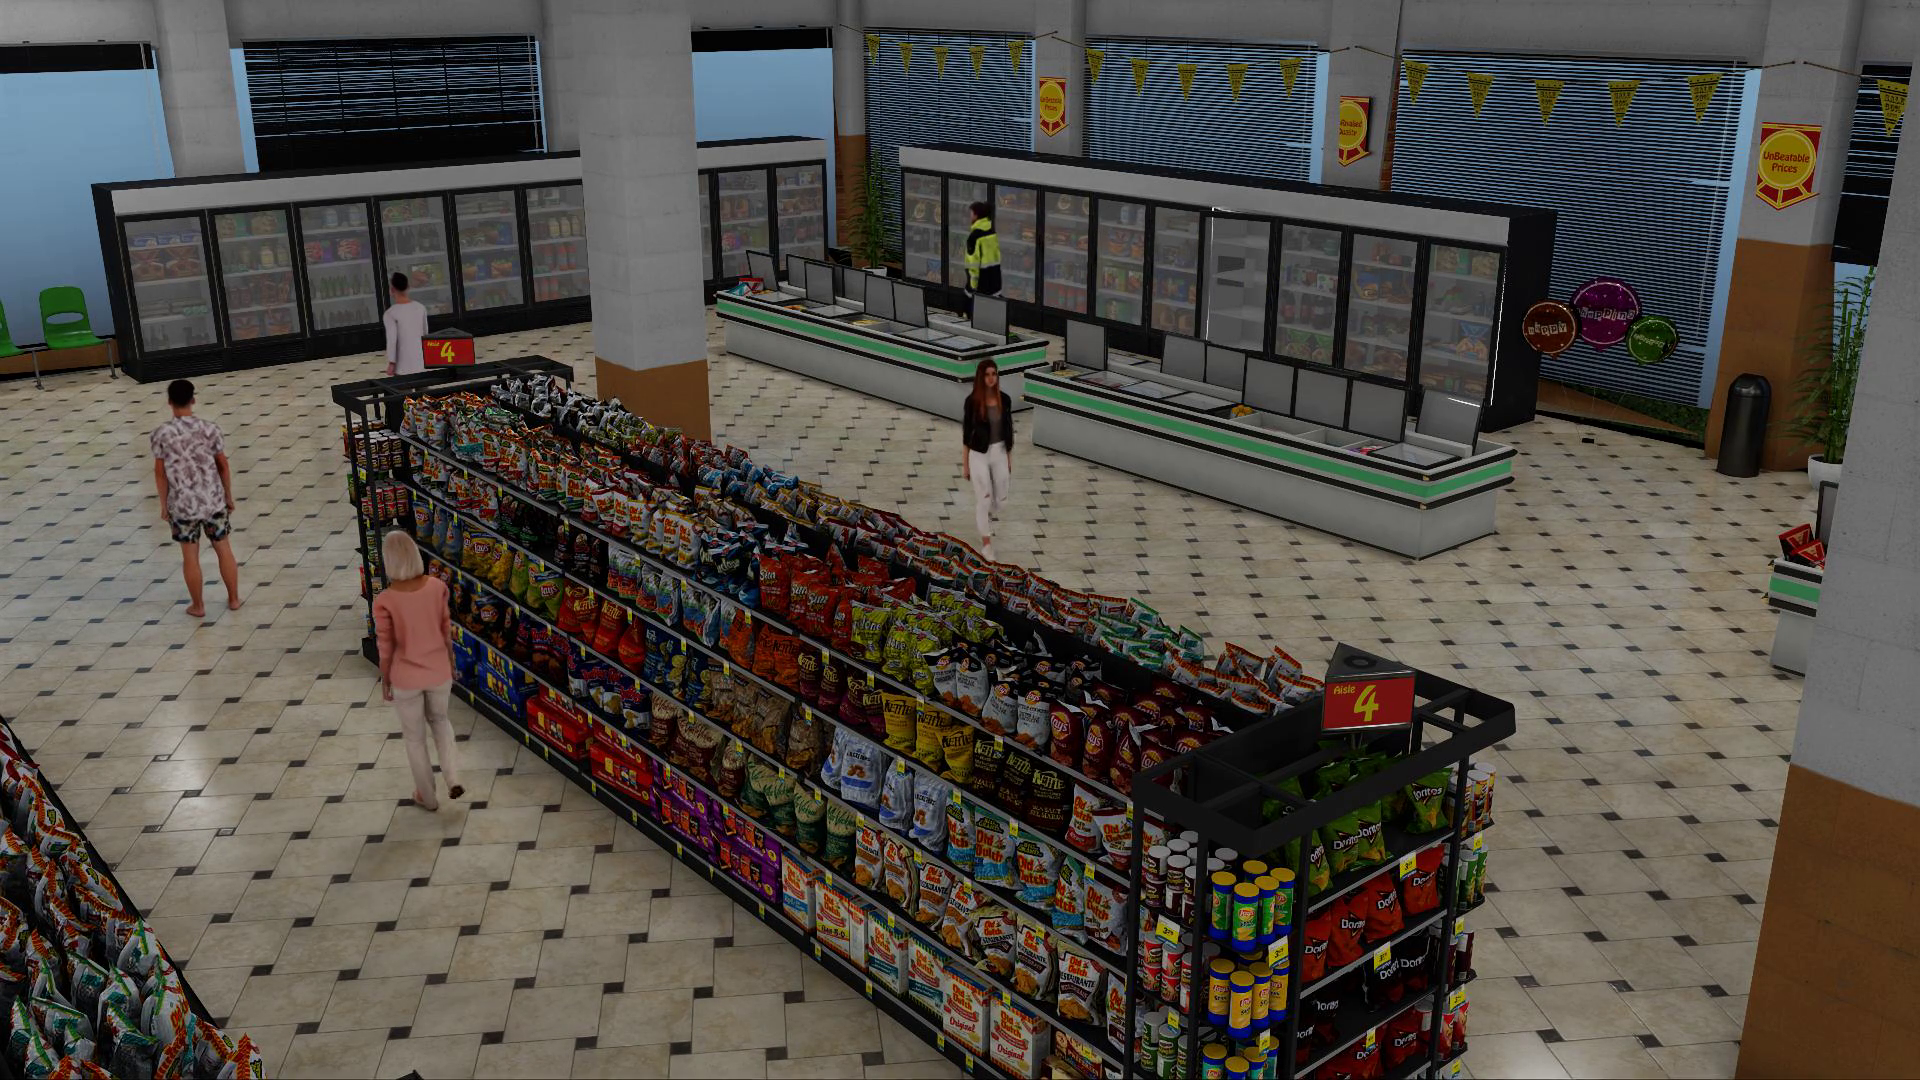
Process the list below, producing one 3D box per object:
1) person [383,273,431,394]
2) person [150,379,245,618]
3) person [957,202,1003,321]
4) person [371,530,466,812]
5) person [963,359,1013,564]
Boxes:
[{"bbox_3d":[-5.626,-1.830,17.036,0.660,1.836,0.725,13,22,33],"label":"person"},{"bbox_3d":[-5.773,-0.315,12.575,0.694,1.814,0.588,-12,22,-31],"label":"person"},{"bbox_3d":[0.366,-3.290,21.166,0.848,1.963,0.849,13,23,35],"label":"person"},{"bbox_3d":[-3.045,0.783,9.479,0.589,1.712,0.674,-15,24,-37],"label":"person"},{"bbox_3d":[0.212,-0.675,13.842,0.802,1.687,0.970,-5,19,-15],"label":"person"}]
